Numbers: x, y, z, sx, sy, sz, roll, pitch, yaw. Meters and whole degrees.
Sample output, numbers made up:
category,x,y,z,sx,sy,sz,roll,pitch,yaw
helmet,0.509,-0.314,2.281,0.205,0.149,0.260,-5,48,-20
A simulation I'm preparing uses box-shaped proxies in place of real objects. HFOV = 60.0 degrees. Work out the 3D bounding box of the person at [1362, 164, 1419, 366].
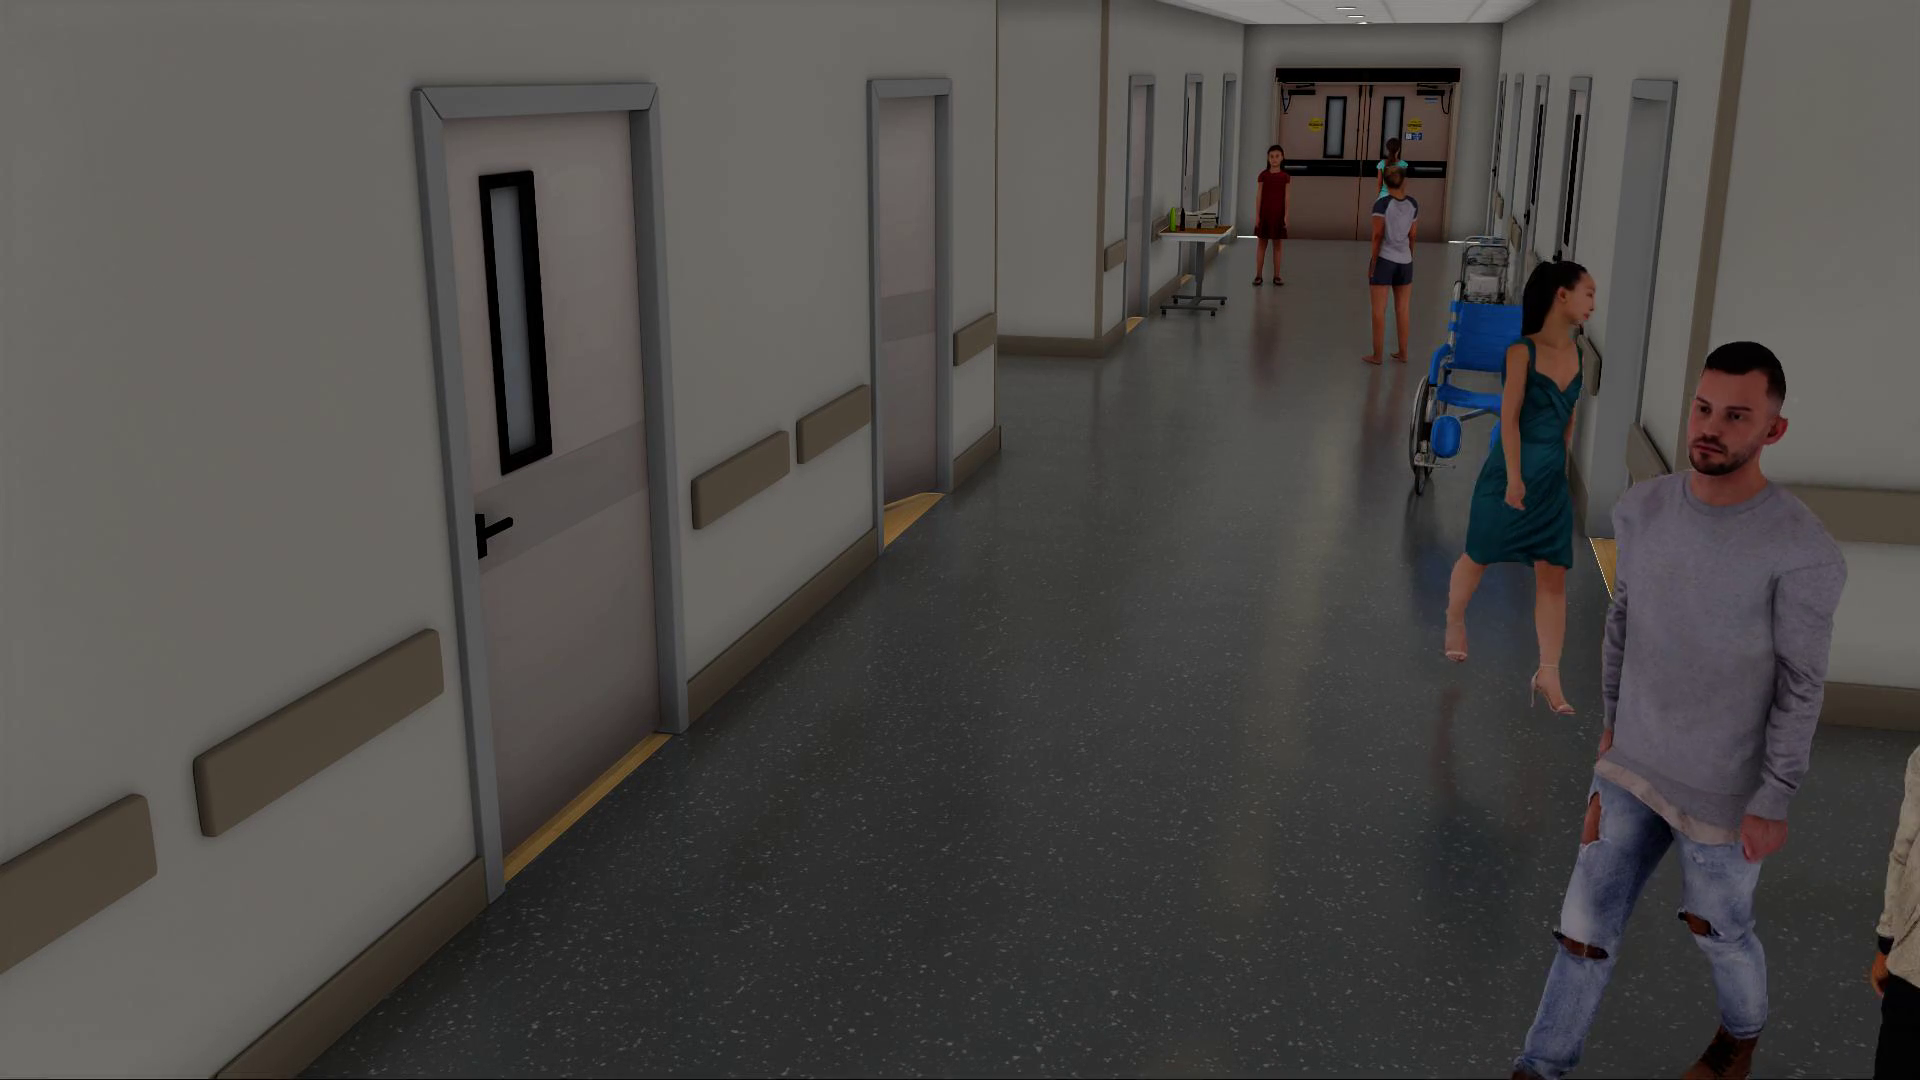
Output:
category,x,y,z,sx,sy,sz,roll,pitch,yaw
person,3.554,-2.266,13.677,0.671,1.623,0.689,-5,17,-17

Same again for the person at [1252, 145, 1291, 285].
category,x,y,z,sx,sy,sz,roll,pitch,yaw
person,3.536,-3.687,18.843,0.565,1.554,0.628,2,16,8

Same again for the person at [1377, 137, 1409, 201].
category,x,y,z,sx,sy,sz,roll,pitch,yaw
person,5.430,-4.290,20.975,0.559,1.558,0.563,6,17,19

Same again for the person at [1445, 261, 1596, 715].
category,x,y,z,sx,sy,sz,roll,pitch,yaw
person,2.080,-0.199,6.336,0.922,1.628,1.123,-4,16,-15

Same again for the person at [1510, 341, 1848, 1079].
category,x,y,z,sx,sy,sz,roll,pitch,yaw
person,1.631,0.491,3.590,1.234,1.790,1.163,-9,18,-29
